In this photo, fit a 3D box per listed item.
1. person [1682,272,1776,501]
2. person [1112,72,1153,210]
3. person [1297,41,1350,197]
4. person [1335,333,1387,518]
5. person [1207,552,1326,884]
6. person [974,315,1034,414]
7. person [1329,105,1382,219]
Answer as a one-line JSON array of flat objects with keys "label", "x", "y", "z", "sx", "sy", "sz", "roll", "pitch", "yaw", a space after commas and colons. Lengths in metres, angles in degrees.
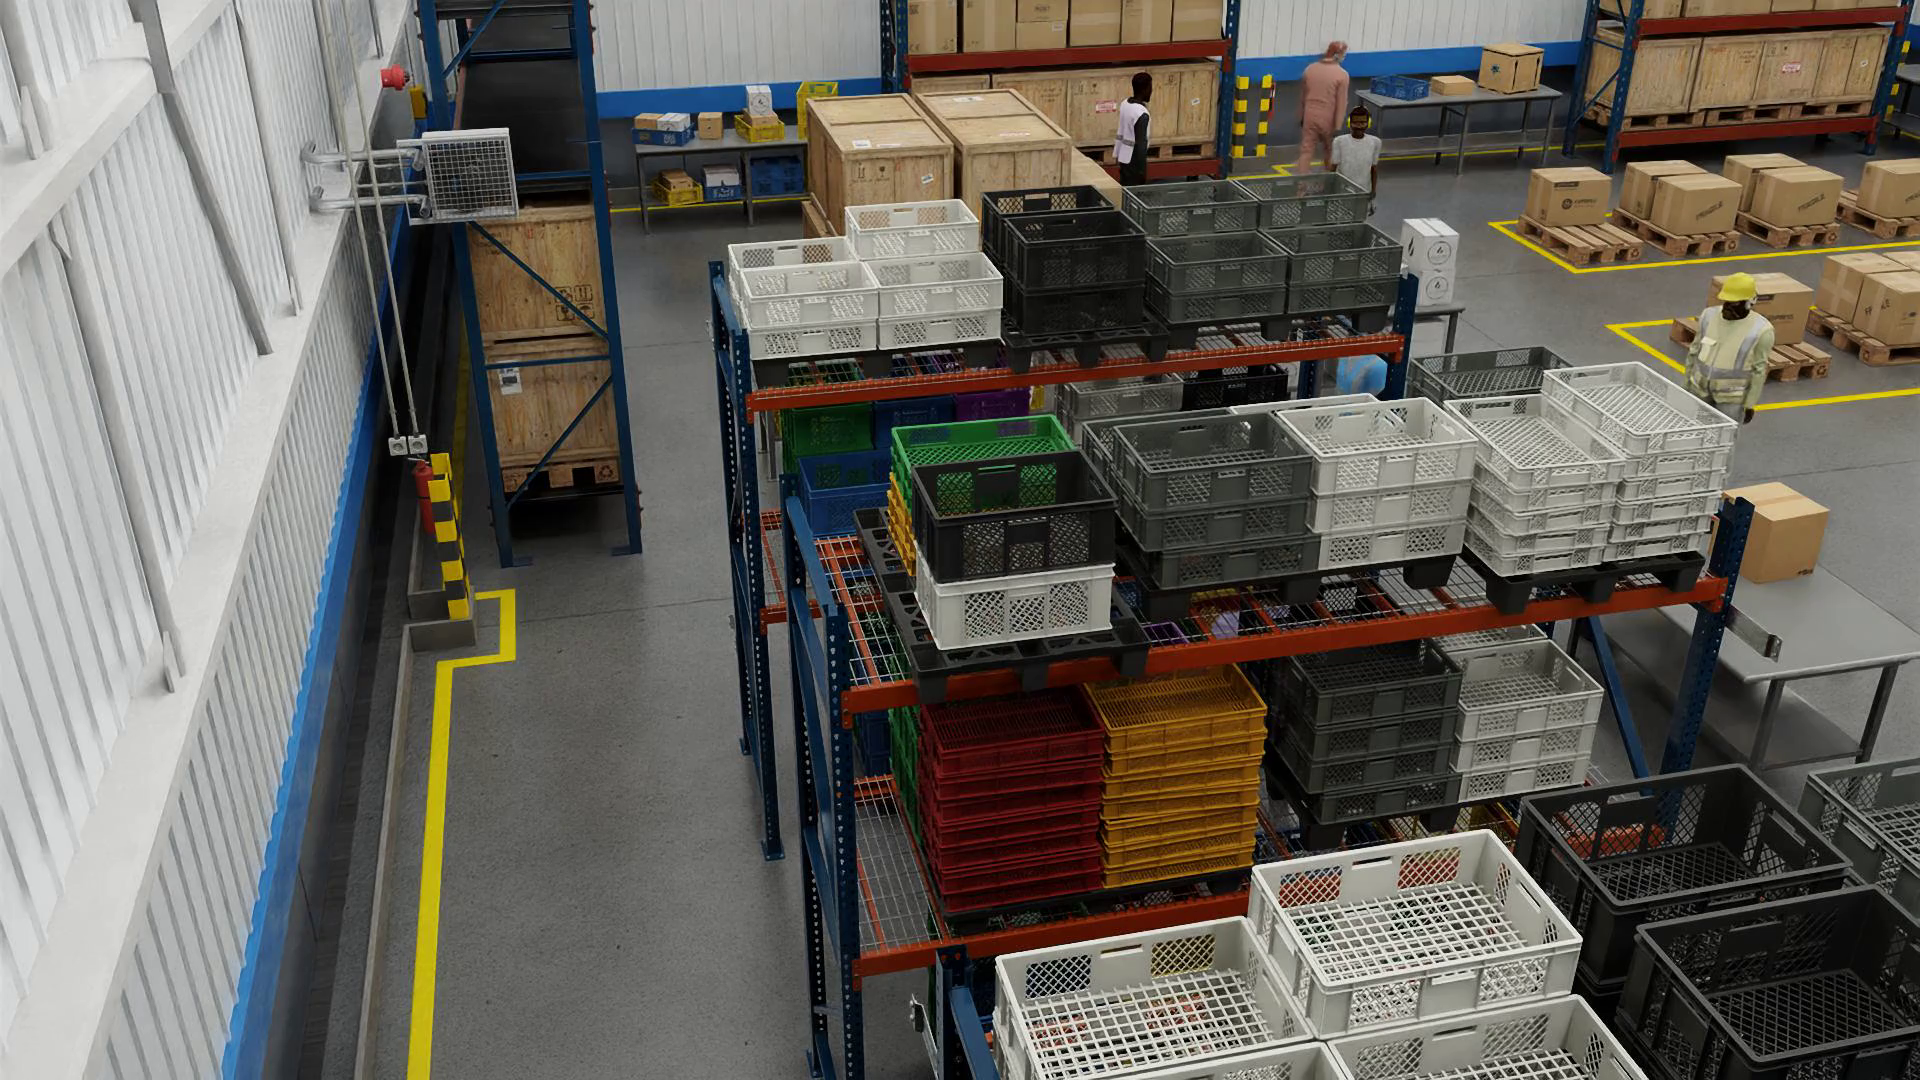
[{"label": "person", "x": 5.711, "y": -1.140, "z": 12.519, "sx": 0.404, "sy": 1.828, "sz": 0.599, "roll": -21, "pitch": 34, "yaw": -34}, {"label": "person", "x": 1.869, "y": -4.112, "z": 18.078, "sx": 0.385, "sy": 1.912, "sz": 0.592, "roll": -8, "pitch": 29, "yaw": -14}, {"label": "person", "x": 4.375, "y": -5.024, "z": 19.867, "sx": 0.676, "sy": 1.836, "sz": 0.962, "roll": 23, "pitch": 35, "yaw": 36}, {"label": "person", "x": 2.900, "y": -0.904, "z": 12.210, "sx": 0.317, "sy": 1.697, "sz": 0.540, "roll": -9, "pitch": 29, "yaw": -16}, {"label": "person", "x": 1.552, "y": 0.935, "z": 8.475, "sx": 0.634, "sy": 1.932, "sz": 0.371, "roll": 0, "pitch": 28, "yaw": 0}, {"label": "person", "x": 0.295, "y": -0.997, "z": 12.192, "sx": 0.361, "sy": 1.884, "sz": 0.574, "roll": -20, "pitch": 34, "yaw": -33}, {"label": "person", "x": 3.986, "y": -3.485, "z": 16.932, "sx": 0.538, "sy": 1.864, "sz": 0.313, "roll": 2, "pitch": 28, "yaw": 3}]
